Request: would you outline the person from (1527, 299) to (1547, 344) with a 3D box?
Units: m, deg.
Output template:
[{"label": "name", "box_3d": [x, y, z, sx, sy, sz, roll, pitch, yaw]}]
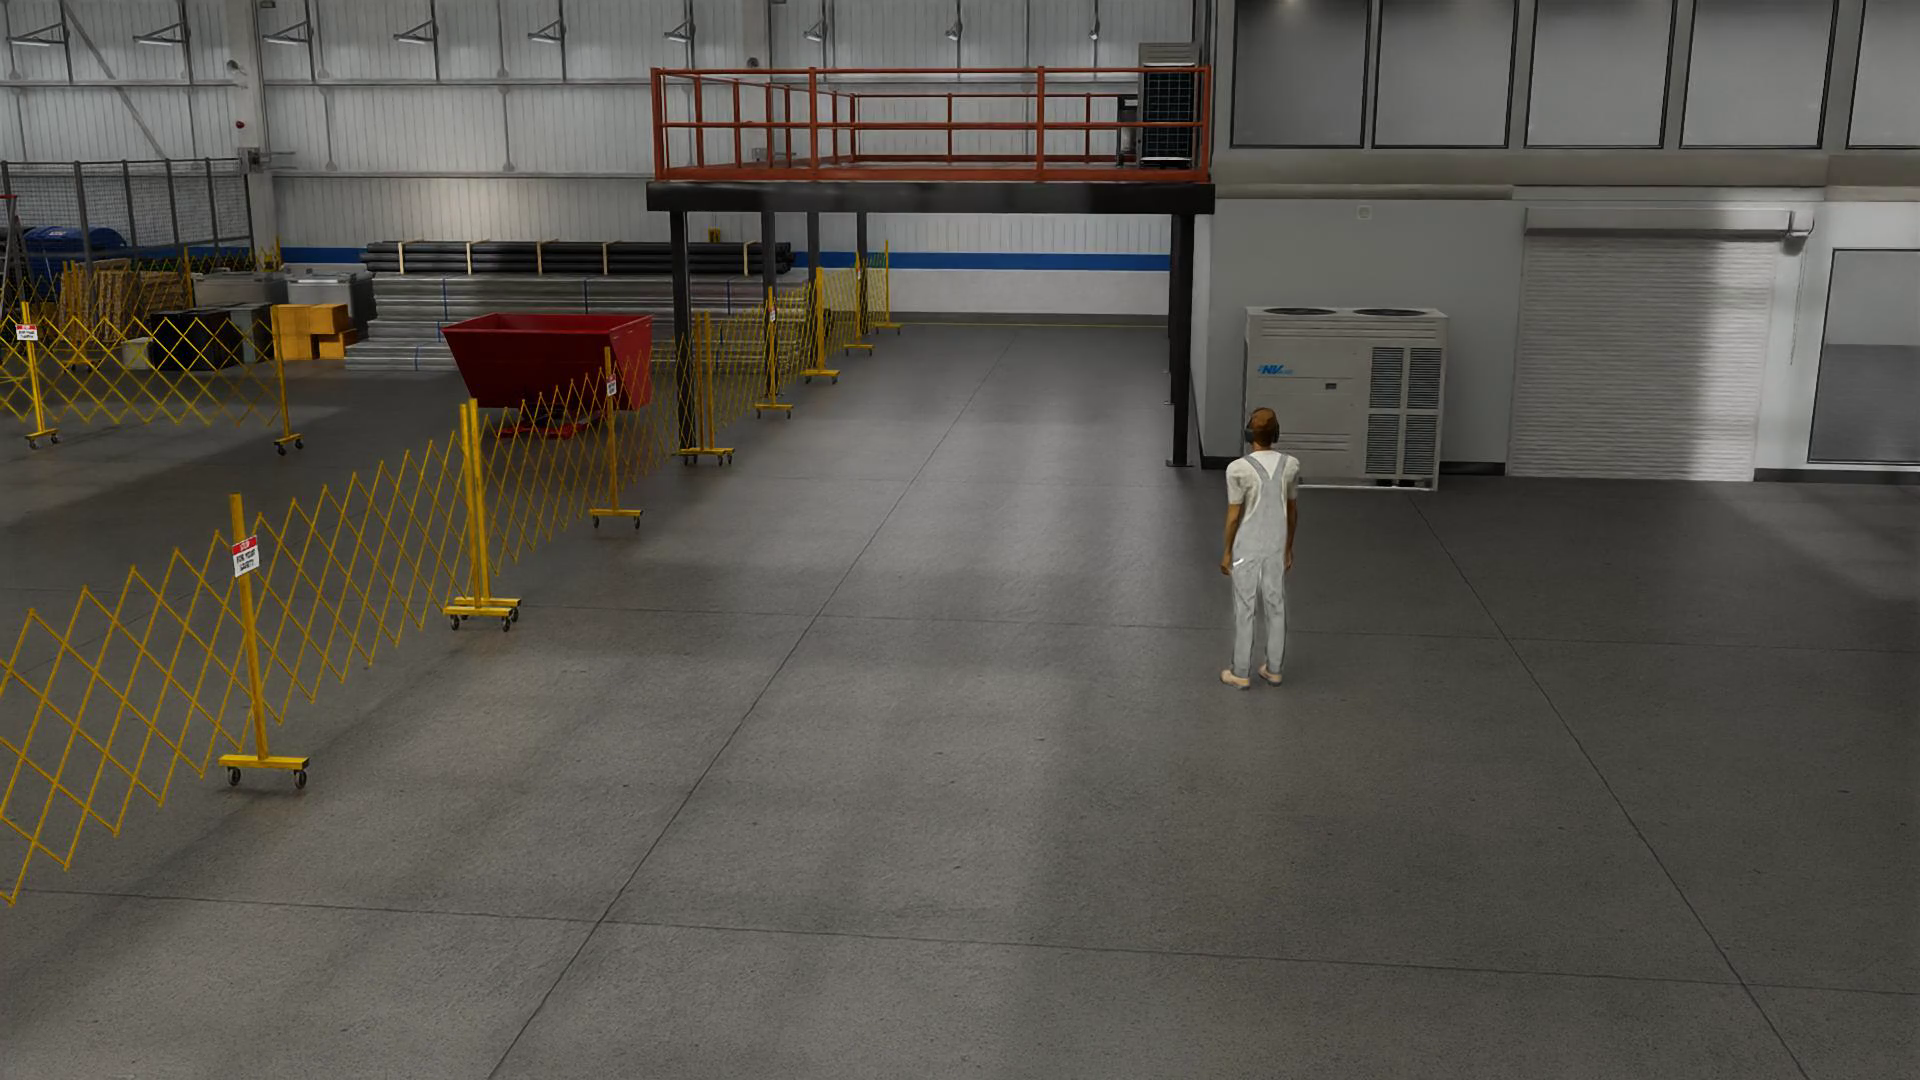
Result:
[{"label": "person", "box_3d": [6.646, -2.104, 19.401, 0.405, 1.906, 0.652, 1, 14, 6]}]

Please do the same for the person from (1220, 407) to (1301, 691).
[{"label": "person", "box_3d": [1.918, 0.060, 10.703, 0.508, 1.846, 0.345, -4, 14, -17]}]

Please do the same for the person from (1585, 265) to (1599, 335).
[{"label": "person", "box_3d": [9.299, -3.359, 24.631, 0.519, 1.865, 0.331, -11, 18, -38]}]
